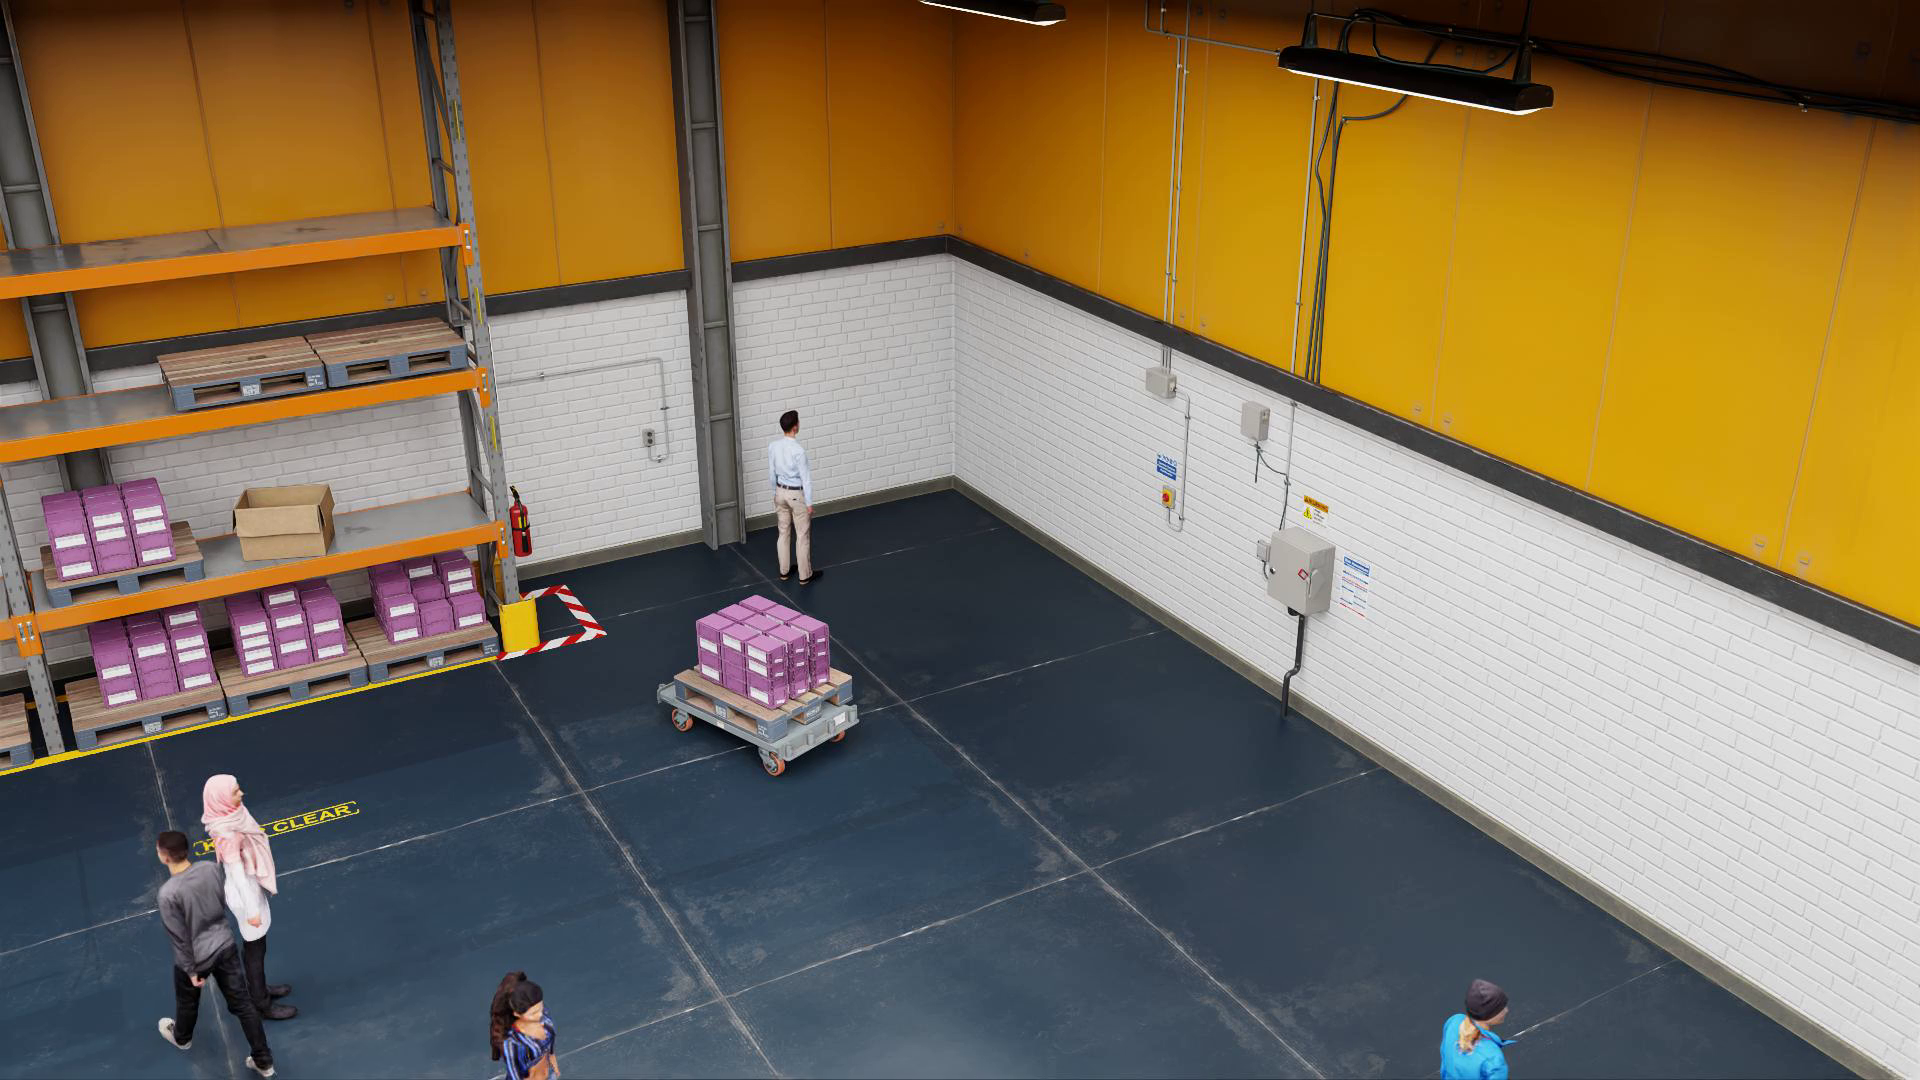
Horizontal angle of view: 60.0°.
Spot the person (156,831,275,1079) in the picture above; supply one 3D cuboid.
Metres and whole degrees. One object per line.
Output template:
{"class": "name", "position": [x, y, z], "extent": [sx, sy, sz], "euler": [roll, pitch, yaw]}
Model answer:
{"class": "person", "position": [-4.602, 2.603, 10.296], "extent": [1.045, 1.714, 1.177], "euler": [14, 27, 30]}

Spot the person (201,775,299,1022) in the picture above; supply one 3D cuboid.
{"class": "person", "position": [-4.655, 2.318, 10.836], "extent": [0.601, 1.803, 0.641], "euler": [-11, 26, -23]}

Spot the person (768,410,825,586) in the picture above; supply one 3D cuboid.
{"class": "person", "position": [-1.723, -0.445, 17.103], "extent": [0.741, 1.847, 0.755], "euler": [13, 27, 28]}

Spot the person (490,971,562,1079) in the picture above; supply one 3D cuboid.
{"class": "person", "position": [-2.469, 3.070, 9.356], "extent": [0.930, 1.611, 0.875], "euler": [5, 24, 11]}

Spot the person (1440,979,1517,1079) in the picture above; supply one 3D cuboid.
{"class": "person", "position": [2.719, 3.138, 8.966], "extent": [0.568, 1.799, 0.646], "euler": [-8, 25, -18]}
